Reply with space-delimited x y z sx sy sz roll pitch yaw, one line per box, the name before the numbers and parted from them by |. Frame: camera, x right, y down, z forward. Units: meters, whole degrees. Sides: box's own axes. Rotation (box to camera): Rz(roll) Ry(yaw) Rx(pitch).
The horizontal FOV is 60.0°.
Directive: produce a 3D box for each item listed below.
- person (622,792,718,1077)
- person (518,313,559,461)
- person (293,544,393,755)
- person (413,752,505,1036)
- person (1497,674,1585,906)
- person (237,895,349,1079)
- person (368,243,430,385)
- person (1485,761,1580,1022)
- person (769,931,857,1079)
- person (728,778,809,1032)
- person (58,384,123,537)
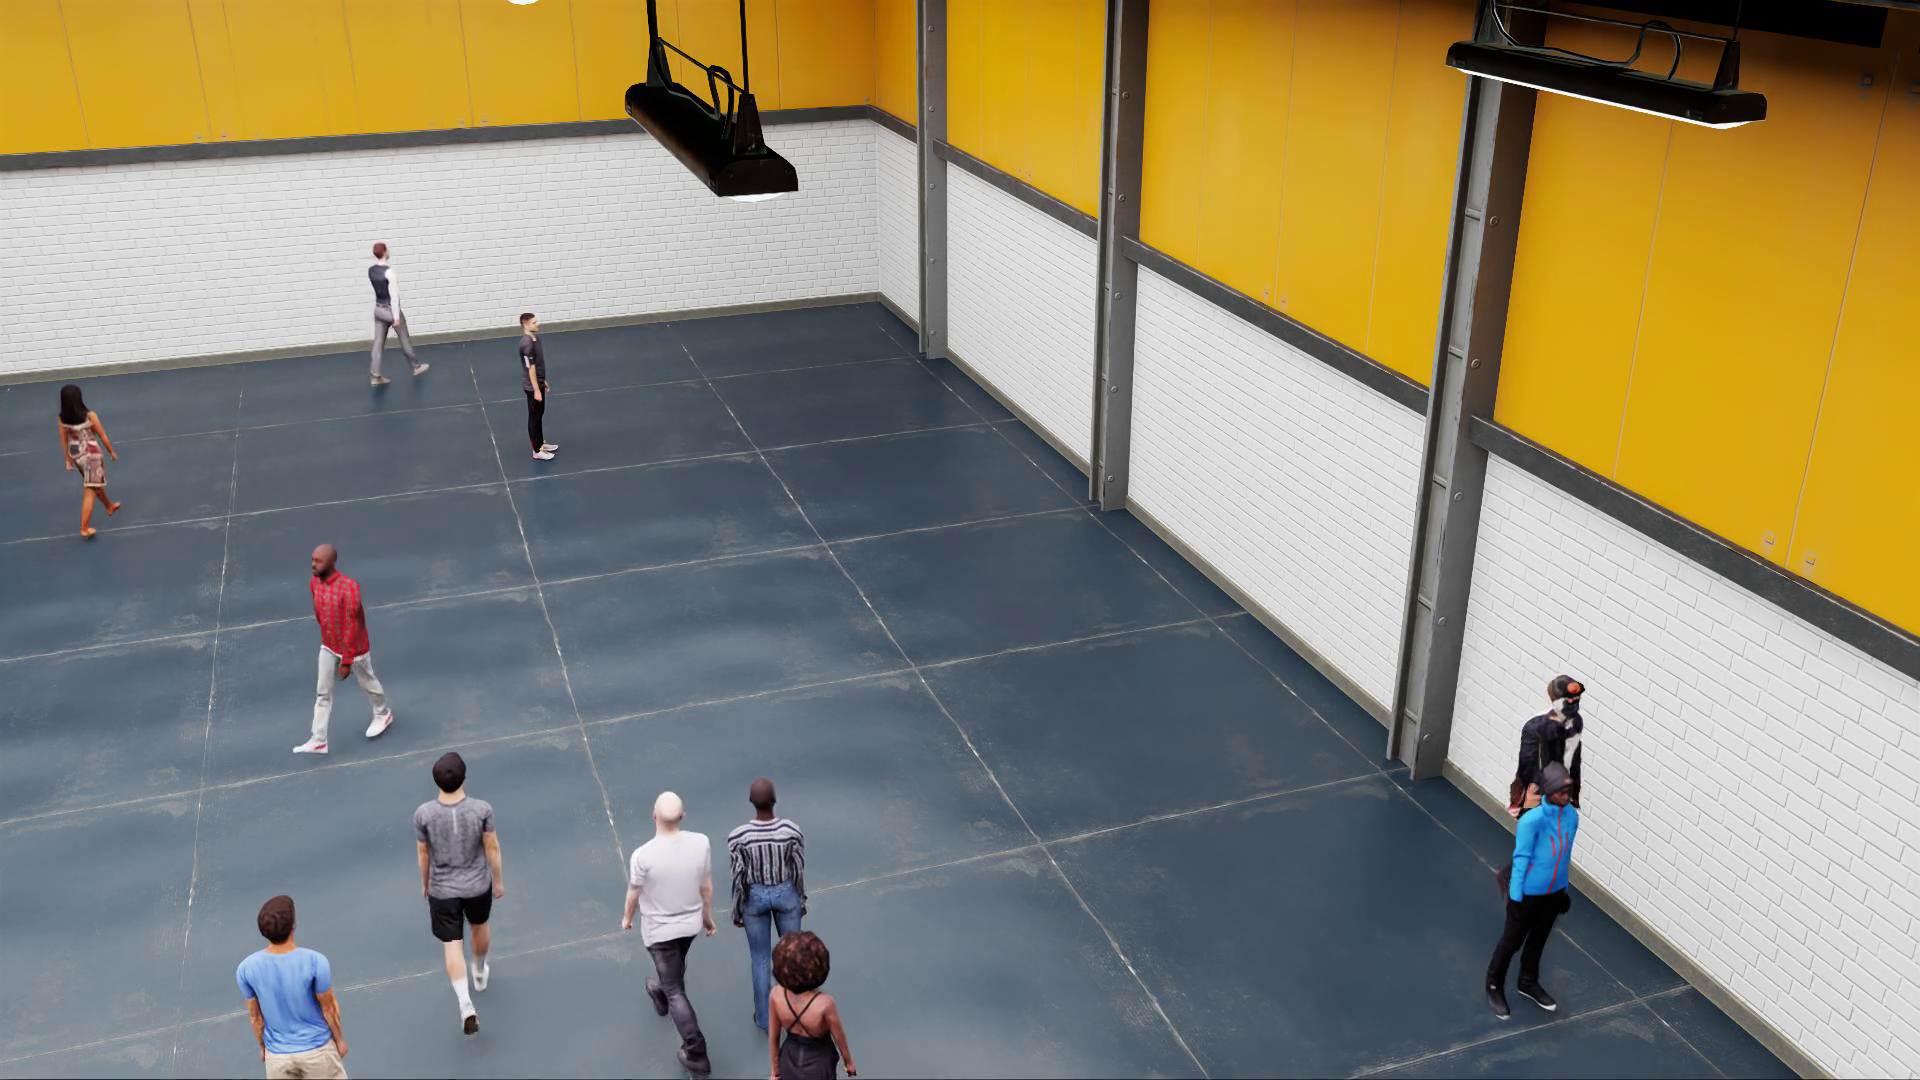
person | -1.707 2.407 10.066 0.944 1.782 1.282 -19 30 -36
person | -5.067 -1.849 19.824 0.751 1.764 0.588 -1 24 -3
person | -4.977 0.846 13.649 1.155 1.772 1.243 9 25 20
person | -3.141 2.222 10.429 0.696 1.831 1.090 -7 24 -15
person | 3.950 1.734 11.488 0.746 1.877 0.731 -12 26 -26
person | -3.620 2.775 9.123 0.699 1.862 0.633 -3 24 -7
person | -7.740 -2.994 22.289 1.232 1.889 1.251 13 27 27
person | 3.645 2.191 10.549 0.626 1.792 0.577 -10 26 -22
person | -0.849 2.937 8.880 0.913 1.762 0.990 10 26 22
person | -1.175 2.277 10.348 0.648 1.794 0.565 -6 24 -13
person | -9.307 -0.818 17.674 0.957 1.598 1.223 2 24 5
